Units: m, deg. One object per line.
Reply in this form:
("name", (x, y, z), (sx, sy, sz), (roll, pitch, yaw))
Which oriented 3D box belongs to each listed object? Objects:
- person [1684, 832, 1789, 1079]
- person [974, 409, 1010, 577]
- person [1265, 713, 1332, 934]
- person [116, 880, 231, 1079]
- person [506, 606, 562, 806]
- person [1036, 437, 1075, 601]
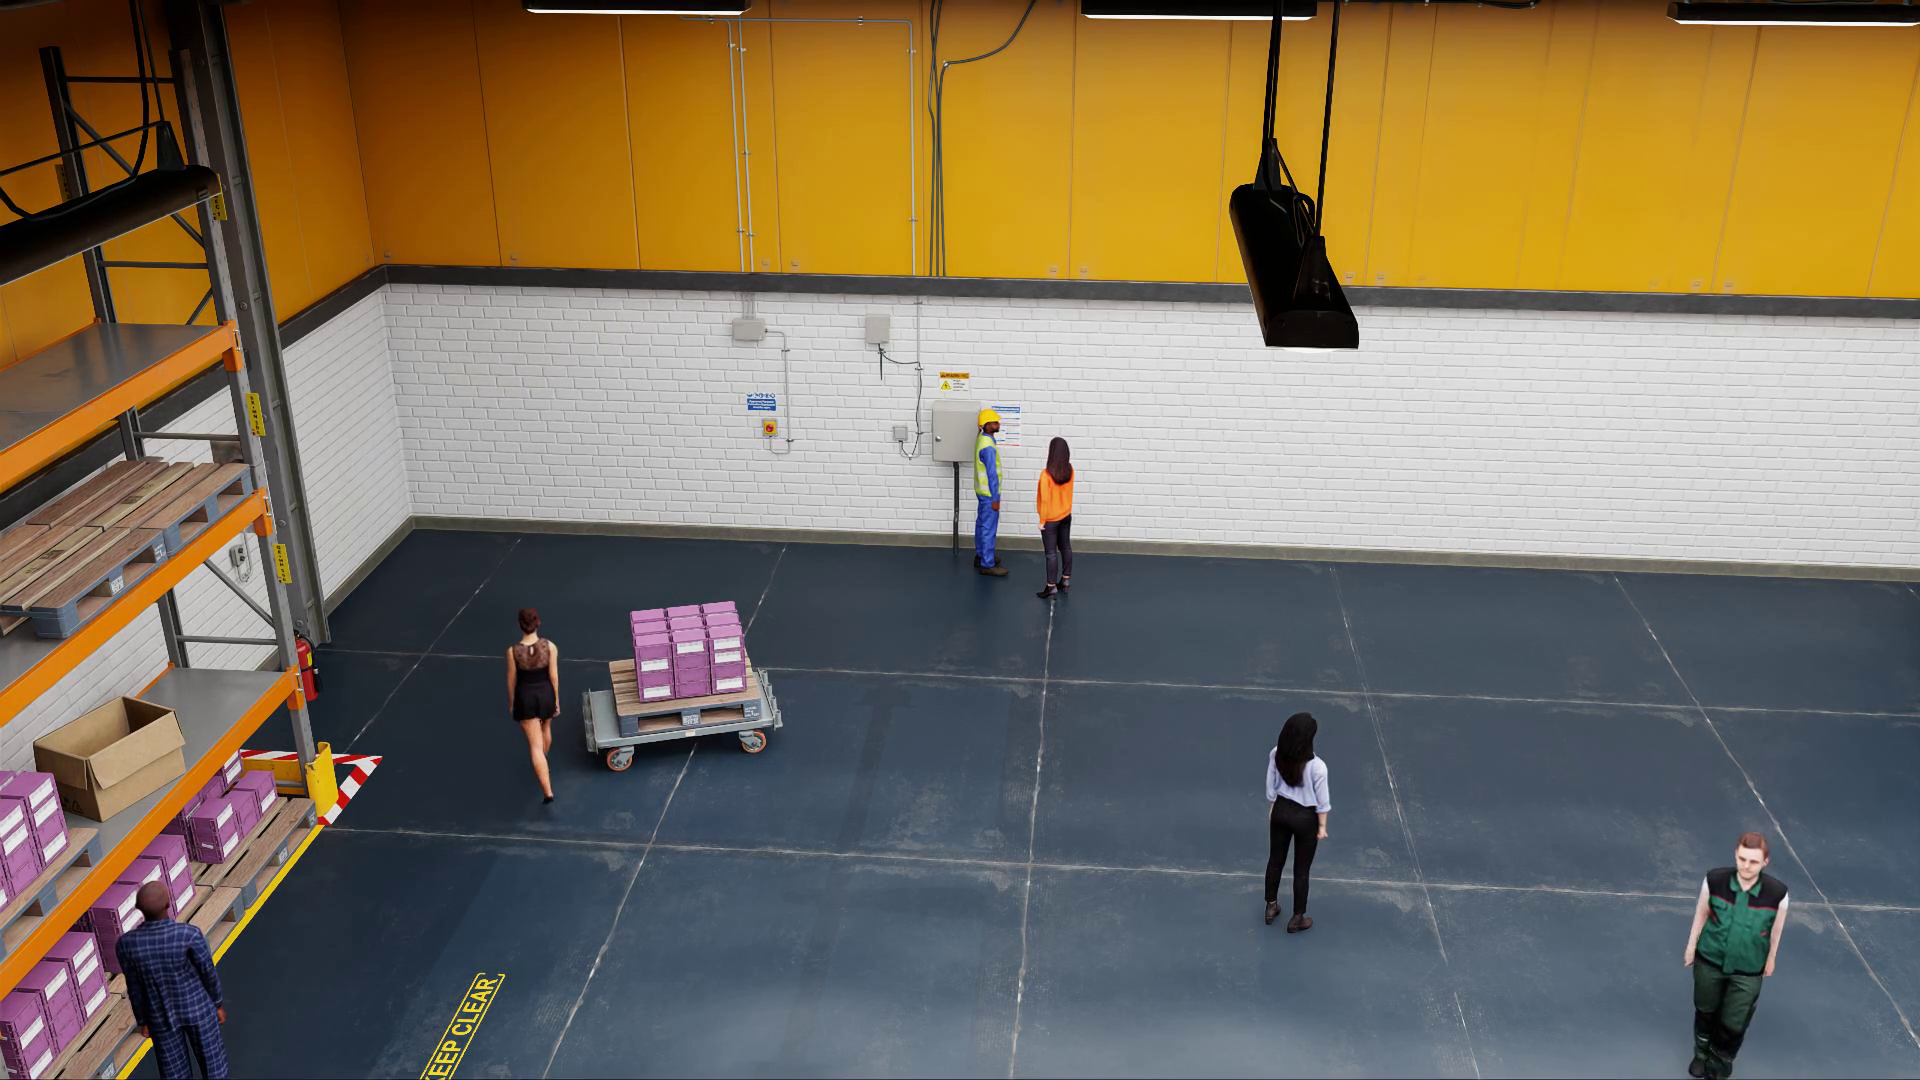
("person", (4.831, 2.587, 10.401), (0.809, 1.829, 0.865), (14, 27, 28))
("person", (0.299, -0.526, 17.541), (0.777, 1.813, 0.606), (-4, 24, -8))
("person", (2.380, 2.002, 11.845), (0.732, 1.744, 0.750), (18, 29, 35))
("person", (-4.653, 2.801, 9.923), (0.743, 1.820, 0.732), (-7, 25, -15))
("person", (-3.417, 1.364, 13.444), (0.936, 1.632, 1.223), (-10, 25, -21))
("person", (0.986, -0.231, 16.948), (0.692, 1.748, 0.766), (-21, 31, -39))
